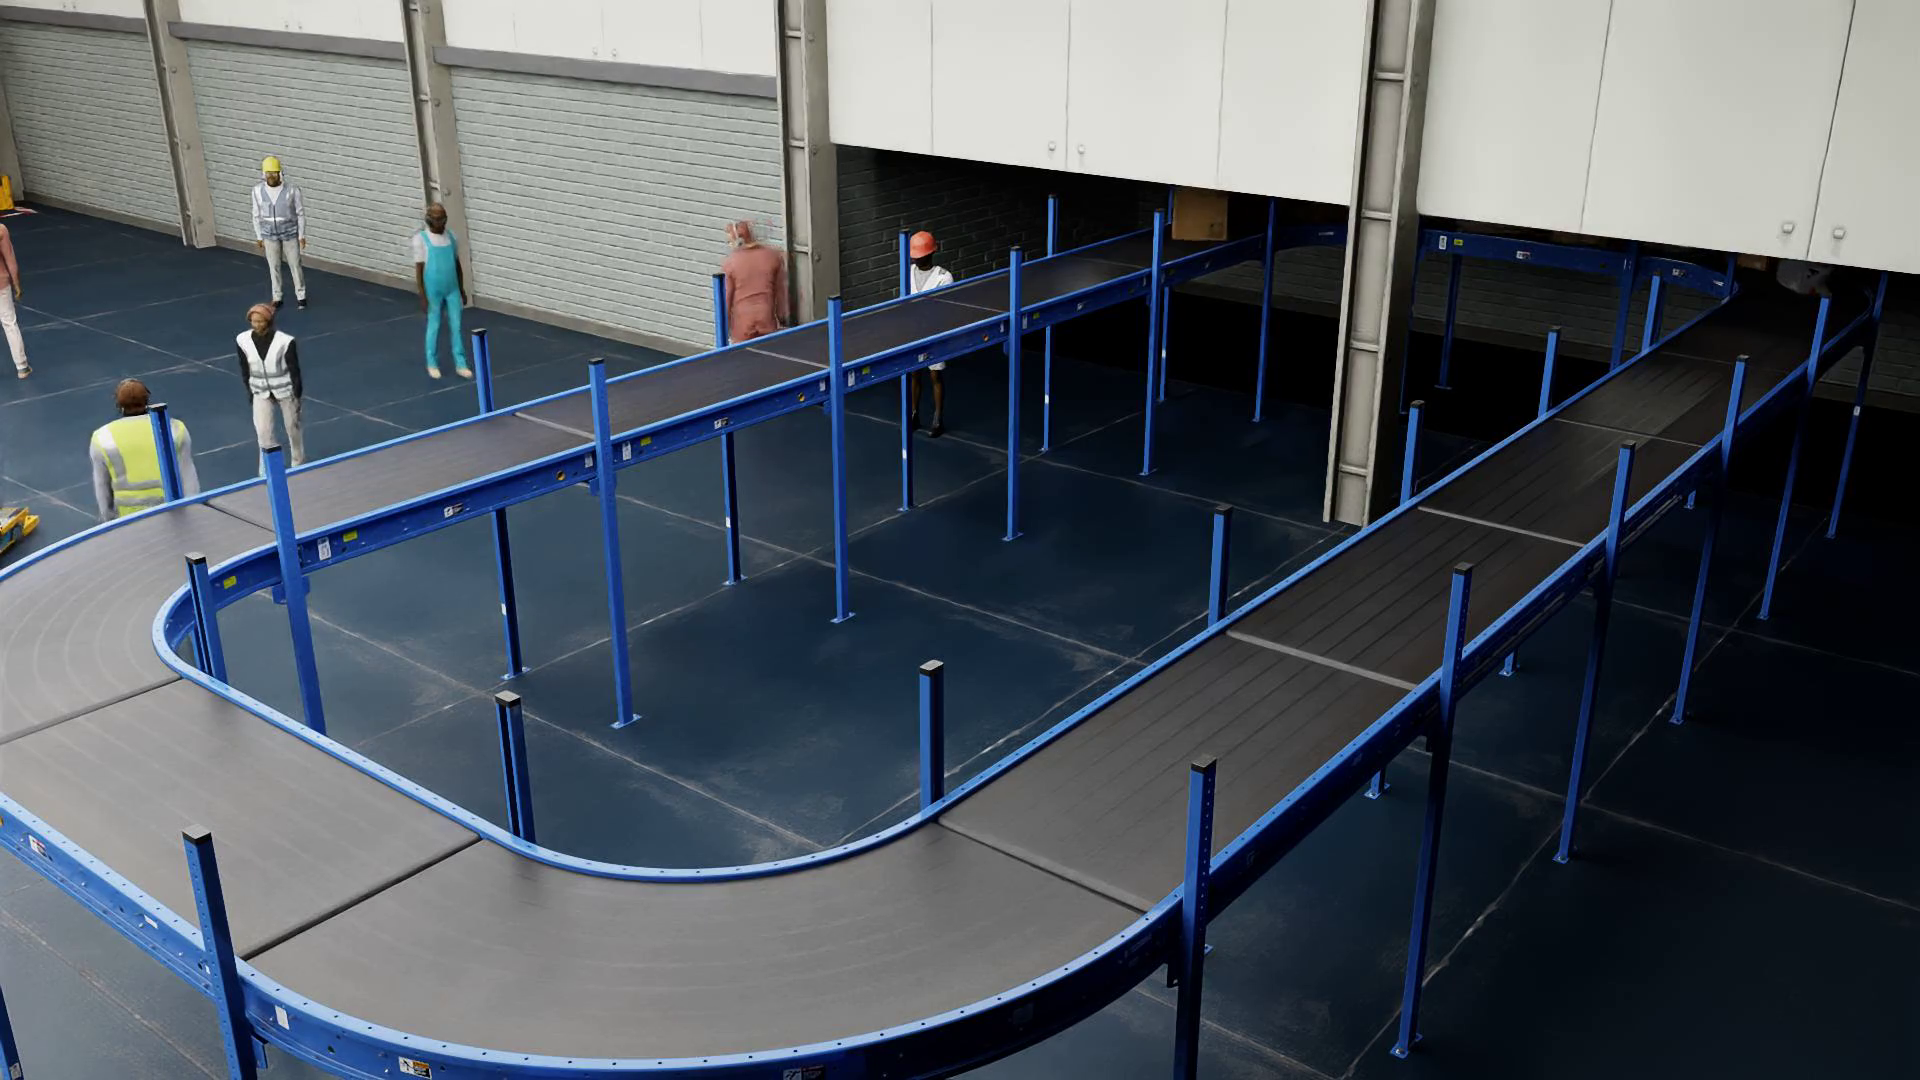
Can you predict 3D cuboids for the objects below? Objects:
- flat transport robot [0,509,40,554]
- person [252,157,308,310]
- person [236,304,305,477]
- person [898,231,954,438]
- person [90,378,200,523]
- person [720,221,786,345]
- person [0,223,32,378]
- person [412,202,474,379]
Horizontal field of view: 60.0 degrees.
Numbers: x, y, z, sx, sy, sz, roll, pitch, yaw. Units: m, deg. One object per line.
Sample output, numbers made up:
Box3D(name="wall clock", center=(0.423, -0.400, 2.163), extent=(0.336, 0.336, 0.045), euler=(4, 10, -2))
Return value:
Box3D(name="flat transport robot", center=(-7.656, 0.045, 12.674), extent=(0.652, 0.197, 1.431), euler=(-2, 22, -6))
Box3D(name="person", center=(-8.198, -3.692, 20.062), extent=(0.590, 1.837, 0.404), euler=(-4, 22, -10))
Box3D(name="person", center=(-5.812, -1.201, 14.046), extent=(0.526, 1.588, 0.843), euler=(-2, 22, -4))
Box3D(name="person", center=(-0.331, -1.899, 15.385), extent=(0.542, 1.928, 0.374), euler=(10, 23, 23))
Box3D(name="person", center=(-5.451, -0.190, 11.221), extent=(0.630, 1.813, 0.907), euler=(-11, 24, -25))
Box3D(name="person", center=(-1.948, -2.174, 16.171), extent=(0.847, 1.869, 0.397), euler=(-11, 24, -26))
Box3D(name="person", center=(-10.034, -2.634, 17.160), extent=(0.622, 1.995, 0.376), euler=(-12, 25, -28))
Box3D(name="person", center=(-5.373, -2.583, 17.246), extent=(0.525, 1.847, 0.367), euler=(-18, 28, -38))
